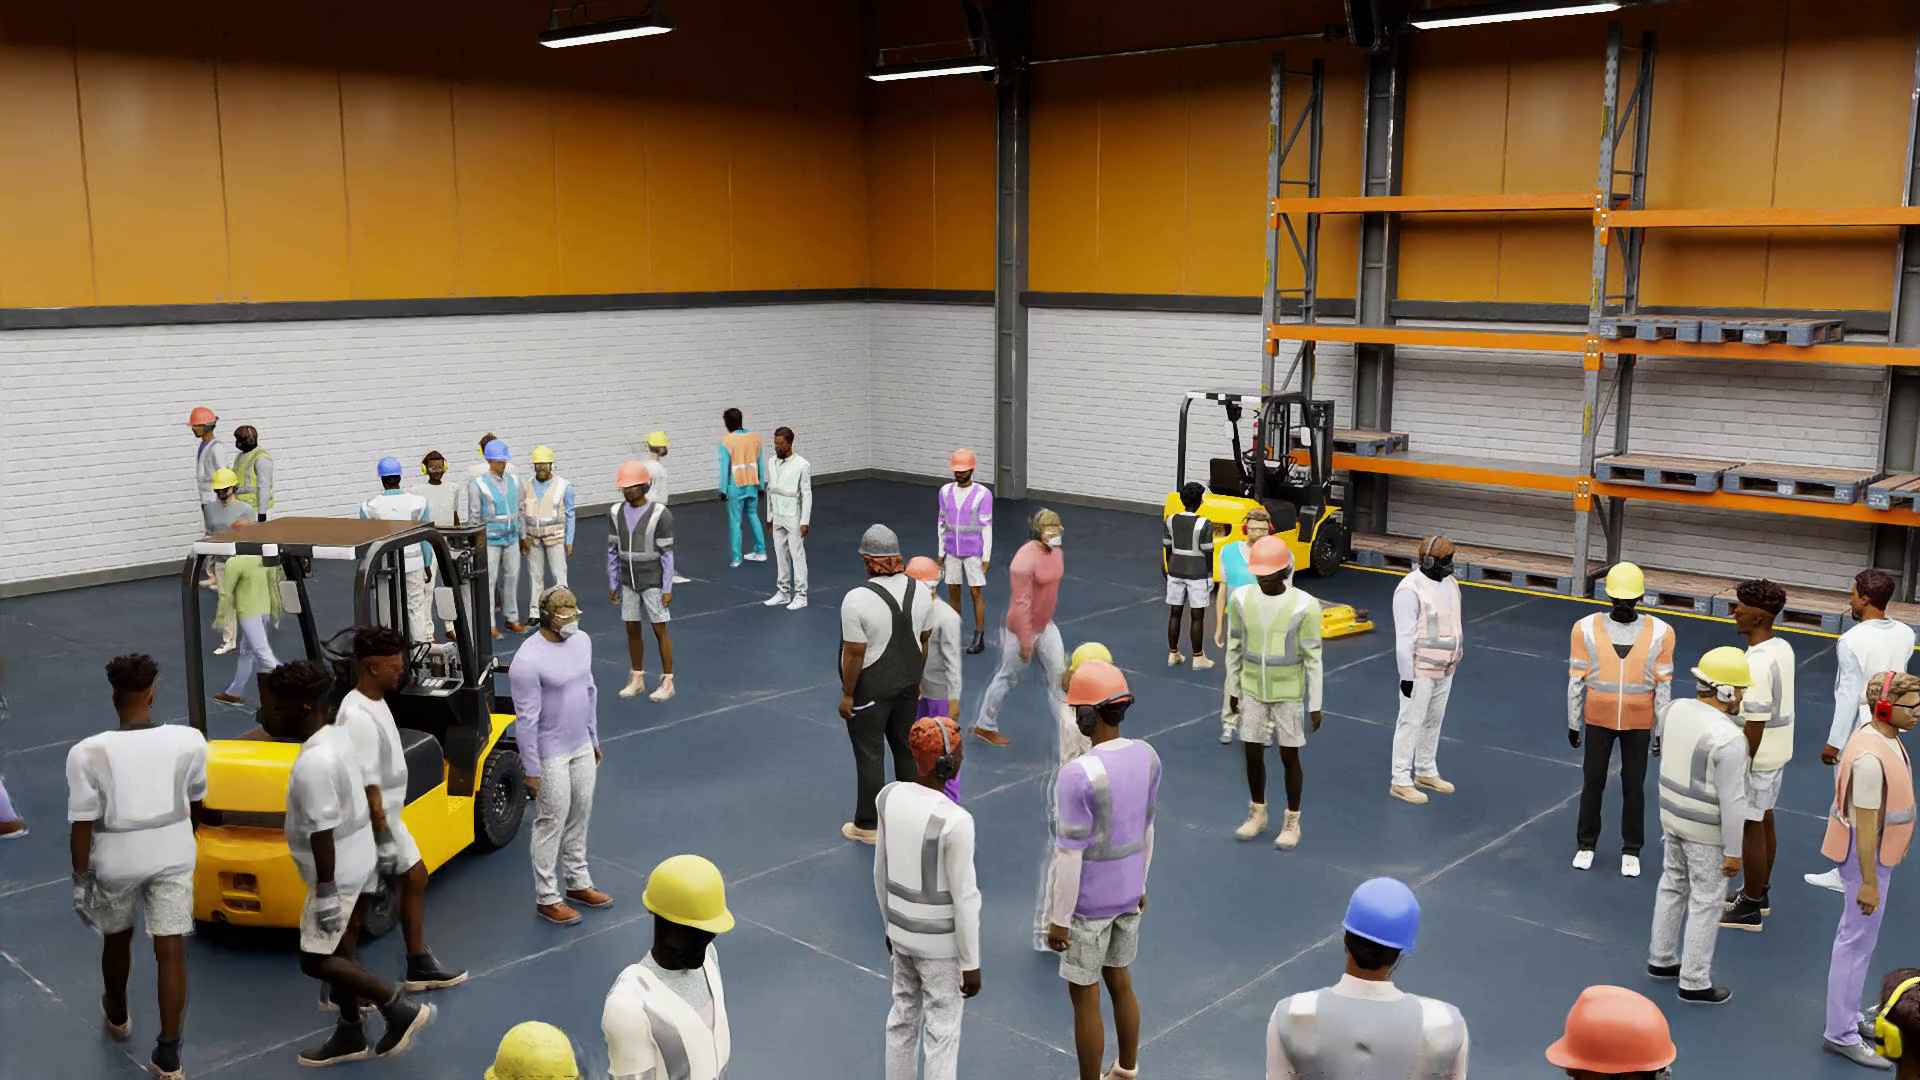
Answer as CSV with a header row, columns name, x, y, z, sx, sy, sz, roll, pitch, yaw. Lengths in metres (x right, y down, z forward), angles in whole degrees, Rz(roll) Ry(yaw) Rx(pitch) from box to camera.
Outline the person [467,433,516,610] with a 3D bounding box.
name,x,y,z,sx,sy,sz,roll,pitch,yaw
person,-4.856,-0.192,17.349,0.549,1.859,0.385,-3,10,-15

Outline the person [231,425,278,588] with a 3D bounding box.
name,x,y,z,sx,sy,sz,roll,pitch,yaw
person,-7.801,-0.357,18.363,0.624,1.838,0.430,9,13,42

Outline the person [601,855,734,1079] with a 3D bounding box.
name,x,y,z,sx,sy,sz,roll,pitch,yaw
person,-0.876,1.908,5.233,0.377,1.918,0.585,3,10,16

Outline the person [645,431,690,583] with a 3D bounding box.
name,x,y,z,sx,sy,sz,roll,pitch,yaw
person,-3.461,-0.363,18.665,0.745,1.741,0.527,-2,10,-9

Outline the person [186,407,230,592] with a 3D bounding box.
name,x,y,z,sx,sy,sz,roll,pitch,yaw
person,-8.249,-0.450,18.307,0.396,2.038,0.615,-9,13,-40

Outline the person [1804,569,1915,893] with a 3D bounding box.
name,x,y,z,sx,sy,sz,roll,pitch,yaw
person,5.293,1.118,9.727,0.596,1.918,0.386,-6,12,-30

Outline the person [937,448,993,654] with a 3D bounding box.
name,x,y,z,sx,sy,sz,roll,pitch,yaw
person,0.034,0.103,15.483,0.545,1.930,0.387,5,11,26

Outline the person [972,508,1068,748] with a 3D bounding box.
name,x,y,z,sx,sy,sz,roll,pitch,yaw
person,0.542,0.678,12.347,1.049,1.877,0.664,7,12,36

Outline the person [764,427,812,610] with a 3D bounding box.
name,x,y,z,sx,sy,sz,roll,pitch,yaw
person,-1.797,-0.237,17.448,0.599,1.915,0.376,8,13,40

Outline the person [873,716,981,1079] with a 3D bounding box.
name,x,y,z,sx,sy,sz,roll,pitch,yaw
person,-0.122,1.643,6.835,0.346,1.882,0.578,-8,13,-39

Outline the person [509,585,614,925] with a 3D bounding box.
name,x,y,z,sx,sy,sz,roll,pitch,yaw
person,-2.239,1.189,9.307,0.381,1.927,0.641,4,11,23

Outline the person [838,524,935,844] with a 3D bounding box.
name,x,y,z,sx,sy,sz,roll,pitch,yaw
person,-0.528,0.899,10.623,0.689,2.000,0.539,-9,13,-41

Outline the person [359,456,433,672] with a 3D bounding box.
name,x,y,z,sx,sy,sz,roll,pitch,yaw
person,-4.988,0.228,14.746,0.604,1.939,0.415,-4,11,-22

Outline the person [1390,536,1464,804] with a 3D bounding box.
name,x,y,z,sx,sy,sz,roll,pitch,yaw
person,3.198,0.875,11.357,0.623,1.835,0.429,-9,13,-41

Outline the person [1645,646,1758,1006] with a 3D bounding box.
name,x,y,z,sx,sy,sz,roll,pitch,yaw
person,3.710,1.418,8.307,0.403,1.818,0.605,-2,10,-10

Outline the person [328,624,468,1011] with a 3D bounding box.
name,x,y,z,sx,sy,sz,roll,pitch,yaw
person,-2.797,1.372,8.230,0.814,1.928,0.652,-2,10,-12

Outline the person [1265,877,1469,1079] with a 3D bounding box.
name,x,y,z,sx,sy,sz,roll,pitch,yaw
person,1.229,1.940,5.131,0.601,1.881,1.010,3,10,15

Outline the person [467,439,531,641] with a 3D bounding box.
name,x,y,z,sx,sy,sz,roll,pitch,yaw
person,-4.455,-0.012,16.086,0.399,1.947,0.613,8,12,37

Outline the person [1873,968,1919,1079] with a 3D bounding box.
name,x,y,z,sx,sy,sz,roll,pitch,yaw
person,2.521,2.066,4.505,0.511,1.862,0.325,-2,10,-9

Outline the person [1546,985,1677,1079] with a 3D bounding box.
name,x,y,z,sx,sy,sz,roll,pitch,yaw
person,1.680,2.067,4.309,0.390,1.925,0.550,5,11,26

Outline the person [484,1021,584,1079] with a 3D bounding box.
name,x,y,z,sx,sy,sz,roll,pitch,yaw
person,-1.056,2.137,4.513,0.798,1.714,0.496,4,11,22

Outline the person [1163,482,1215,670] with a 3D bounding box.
name,x,y,z,sx,sy,sz,roll,pitch,yaw
person,2.059,0.319,14.918,0.533,1.693,0.319,9,13,41

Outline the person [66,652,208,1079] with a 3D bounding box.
name,x,y,z,sx,sy,sz,roll,pitch,yaw
person,-3.819,1.468,7.742,0.612,1.907,0.998,-6,12,-32

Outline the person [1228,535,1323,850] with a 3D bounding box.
name,x,y,z,sx,sy,sz,roll,pitch,yaw
person,1.948,0.954,10.395,0.636,2.019,0.477,6,12,31

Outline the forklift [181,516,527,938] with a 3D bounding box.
name,x,y,z,sx,sy,sz,roll,pitch,yaw
forklift,-3.583,0.976,9.748,1.214,2.155,2.313,2,10,11

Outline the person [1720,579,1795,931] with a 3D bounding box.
name,x,y,z,sx,sy,sz,roll,pitch,yaw
person,4.398,1.183,9.220,0.374,1.966,0.608,8,13,38

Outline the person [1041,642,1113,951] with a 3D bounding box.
name,x,y,z,sx,sy,sz,roll,pitch,yaw
person,0.694,1.382,8.767,0.598,1.723,0.490,1,10,7

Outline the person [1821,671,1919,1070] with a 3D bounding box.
name,x,y,z,sx,sy,sz,roll,pitch,yaw
person,4.226,1.501,7.749,0.378,1.844,0.569,6,12,32

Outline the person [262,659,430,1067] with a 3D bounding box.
name,x,y,z,sx,sy,sz,roll,pitch,yaw
person,-2.817,1.488,7.553,0.568,1.940,0.655,-2,10,-13

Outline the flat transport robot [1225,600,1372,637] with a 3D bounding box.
name,x,y,z,sx,sy,sz,roll,pitch,yaw
flat transport robot,3.367,0.717,16.698,0.652,0.197,1.431,-7,12,-36

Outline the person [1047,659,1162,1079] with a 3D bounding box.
name,x,y,z,sx,sy,sz,roll,pitch,yaw
person,0.592,1.514,7.165,0.403,2.031,0.612,9,13,41

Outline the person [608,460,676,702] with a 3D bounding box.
name,x,y,z,sx,sy,sz,roll,pitch,yaw
person,-2.657,0.346,13.810,0.607,2.034,0.419,4,11,23

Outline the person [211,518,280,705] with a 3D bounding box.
name,x,y,z,sx,sy,sz,roll,pitch,yaw
person,-5.768,0.616,13.518,0.856,1.586,0.515,2,10,12

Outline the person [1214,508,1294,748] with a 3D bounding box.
name,x,y,z,sx,sy,sz,roll,pitch,yaw
person,2.232,0.651,12.629,0.572,1.835,0.388,3,10,17

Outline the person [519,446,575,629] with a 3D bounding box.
name,x,y,z,sx,sy,sz,roll,pitch,yaw
person,-4.102,-0.021,16.446,0.591,1.837,0.403,1,10,5

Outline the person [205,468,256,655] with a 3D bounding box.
name,x,y,z,sx,sy,sz,roll,pitch,yaw
person,-6.737,0.207,15.387,0.527,1.760,0.337,3,10,15

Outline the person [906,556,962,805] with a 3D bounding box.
name,x,y,z,sx,sy,sz,roll,pitch,yaw
person,-0.199,0.970,11.058,0.352,1.747,0.627,-7,12,-36

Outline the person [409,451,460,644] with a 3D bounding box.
name,x,y,z,sx,sy,sz,roll,pitch,yaw
person,-4.951,0.076,15.805,0.531,1.868,0.316,-9,13,-42

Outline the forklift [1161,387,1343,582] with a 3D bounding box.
name,x,y,z,sx,sy,sz,roll,pitch,yaw
forklift,3.298,-0.608,18.767,1.214,2.155,2.313,9,13,42

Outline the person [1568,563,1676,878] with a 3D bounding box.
name,x,y,z,sx,sy,sz,roll,pitch,yaw
person,3.952,1.074,9.996,0.581,1.919,0.393,4,11,20

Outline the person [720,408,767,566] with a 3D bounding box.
name,x,y,z,sx,sy,sz,roll,pitch,yaw
person,-2.580,-0.630,19.818,0.456,1.879,0.616,9,14,43

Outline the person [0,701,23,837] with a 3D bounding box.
name,x,y,z,sx,sy,sz,roll,pitch,yaw
person,-6.473,1.010,10.621,0.963,1.818,0.543,2,10,10
